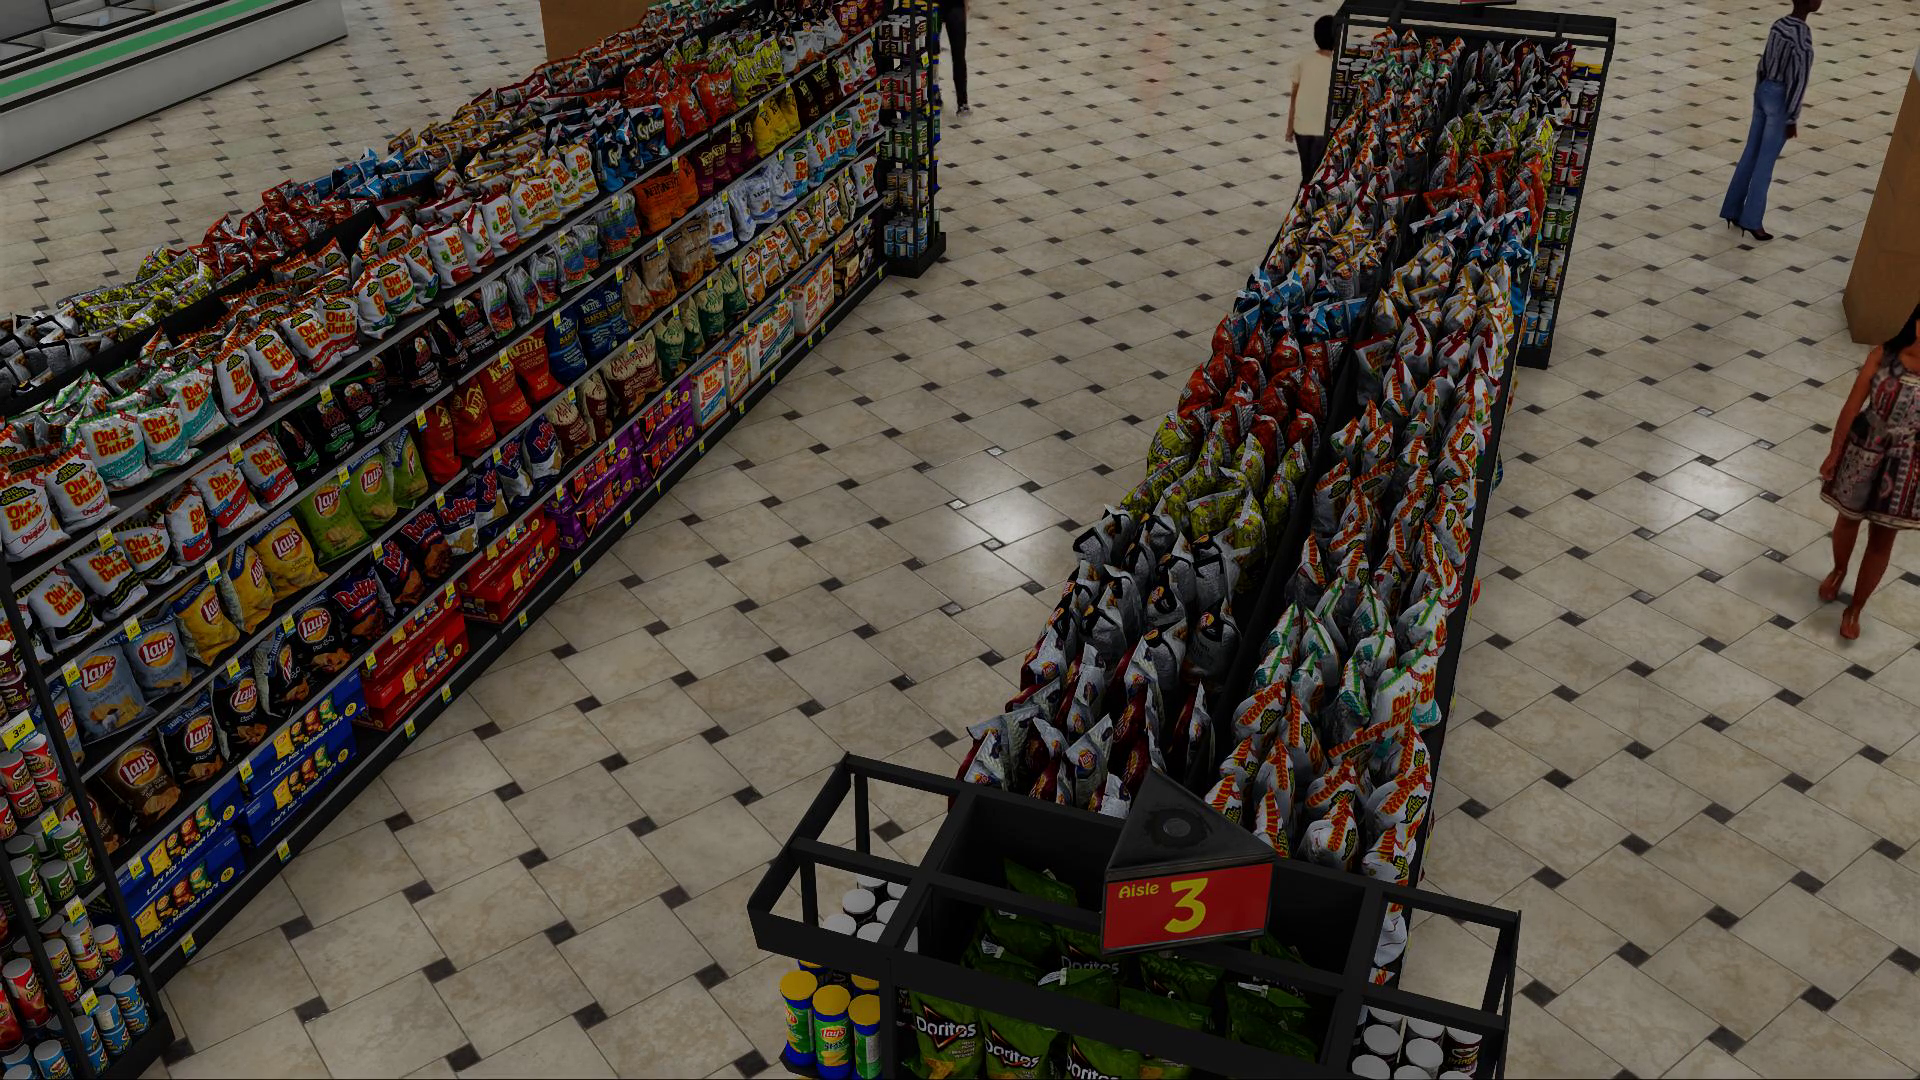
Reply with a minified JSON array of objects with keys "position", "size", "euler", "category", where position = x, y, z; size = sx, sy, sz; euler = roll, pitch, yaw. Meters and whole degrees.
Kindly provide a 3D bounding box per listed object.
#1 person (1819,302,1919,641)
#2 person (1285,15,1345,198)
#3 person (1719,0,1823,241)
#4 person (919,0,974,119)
[{"position":[4.265,-0.412,7.657],"size":[0.747,1.621,0.897],"euler":[20,37,29],"category":"person"},{"position":[2.449,-2.803,11.573],"size":[0.788,1.545,1.071],"euler":[21,38,30],"category":"person"},{"position":[5.716,-3.021,11.686],"size":[0.751,1.795,0.609],"euler":[-2,32,-3],"category":"person"},{"position":[-0.168,-4.527,14.108],"size":[1.053,1.793,1.226],"euler":[-7,33,-11],"category":"person"}]
